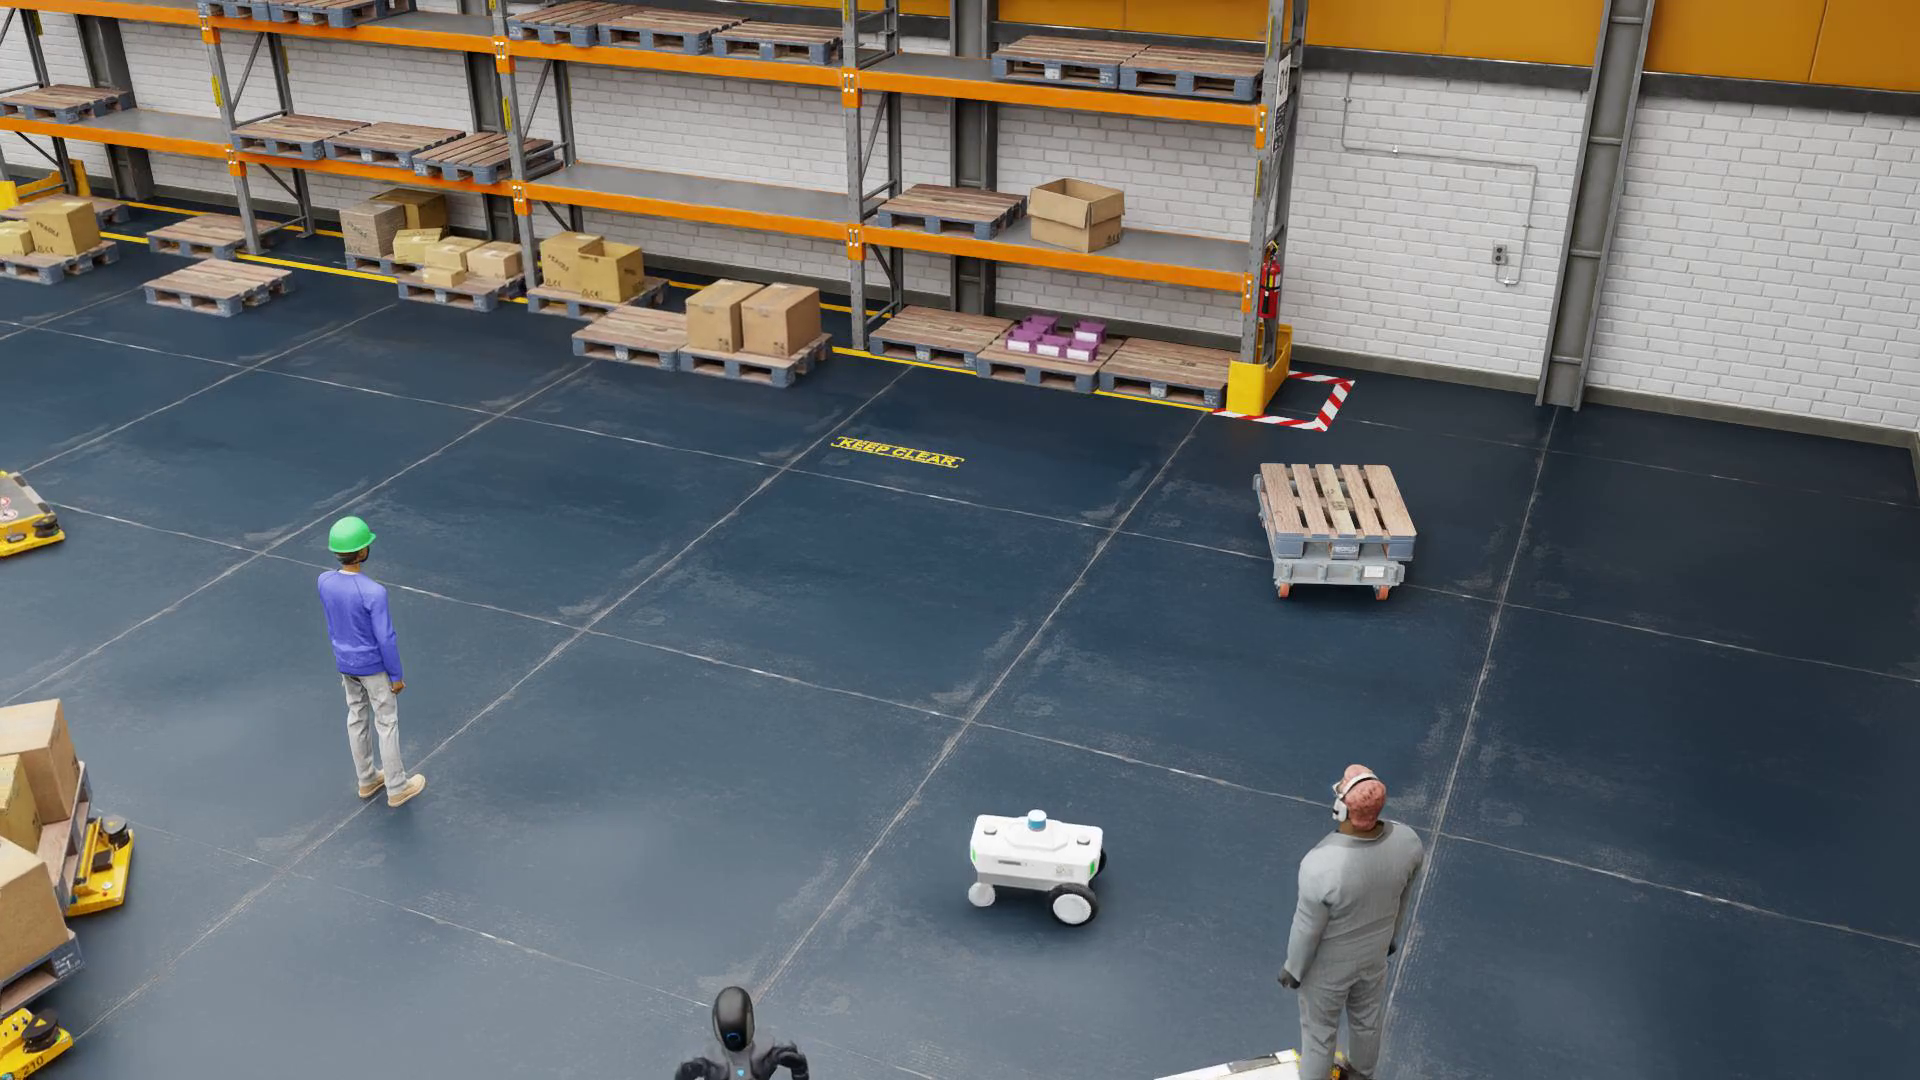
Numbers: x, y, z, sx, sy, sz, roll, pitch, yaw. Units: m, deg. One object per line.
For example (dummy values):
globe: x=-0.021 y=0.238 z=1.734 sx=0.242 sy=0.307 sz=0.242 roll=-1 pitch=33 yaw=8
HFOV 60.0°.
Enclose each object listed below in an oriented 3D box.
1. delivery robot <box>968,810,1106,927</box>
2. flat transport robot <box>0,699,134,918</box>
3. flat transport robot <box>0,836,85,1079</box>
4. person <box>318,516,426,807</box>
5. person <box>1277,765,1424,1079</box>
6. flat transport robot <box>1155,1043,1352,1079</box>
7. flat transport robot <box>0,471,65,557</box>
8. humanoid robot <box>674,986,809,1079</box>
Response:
delivery robot: x=0.444 y=1.772 z=9.197 sx=0.796 sy=0.606 sz=0.499 roll=5 pitch=28 yaw=9
flat transport robot: x=-5.403 y=1.915 z=9.219 sx=1.431 sy=0.231 sz=0.659 roll=-9 pitch=29 yaw=-17
flat transport robot: x=-5.169 y=2.391 z=8.295 sx=1.431 sy=0.231 sz=0.659 roll=16 pitch=31 yaw=28
person: x=-3.482 y=0.719 z=9.807 sx=0.453 sy=1.866 sz=0.370 roll=9 pitch=29 yaw=17
person: x=1.730 y=1.844 z=7.570 sx=0.635 sy=1.910 sz=0.408 roll=-12 pitch=30 yaw=-22
flat transport robot: x=1.255 y=2.733 z=7.633 sx=1.431 sy=0.231 sz=0.659 roll=-7 pitch=28 yaw=-14
flat transport robot: x=-7.762 y=-0.217 z=13.352 sx=0.659 sy=0.231 sz=1.431 roll=-22 pitch=35 yaw=-36
humanoid robot: x=-0.817 y=2.477 z=6.598 sx=0.583 sy=1.653 sz=0.421 roll=-6 pitch=28 yaw=-11
